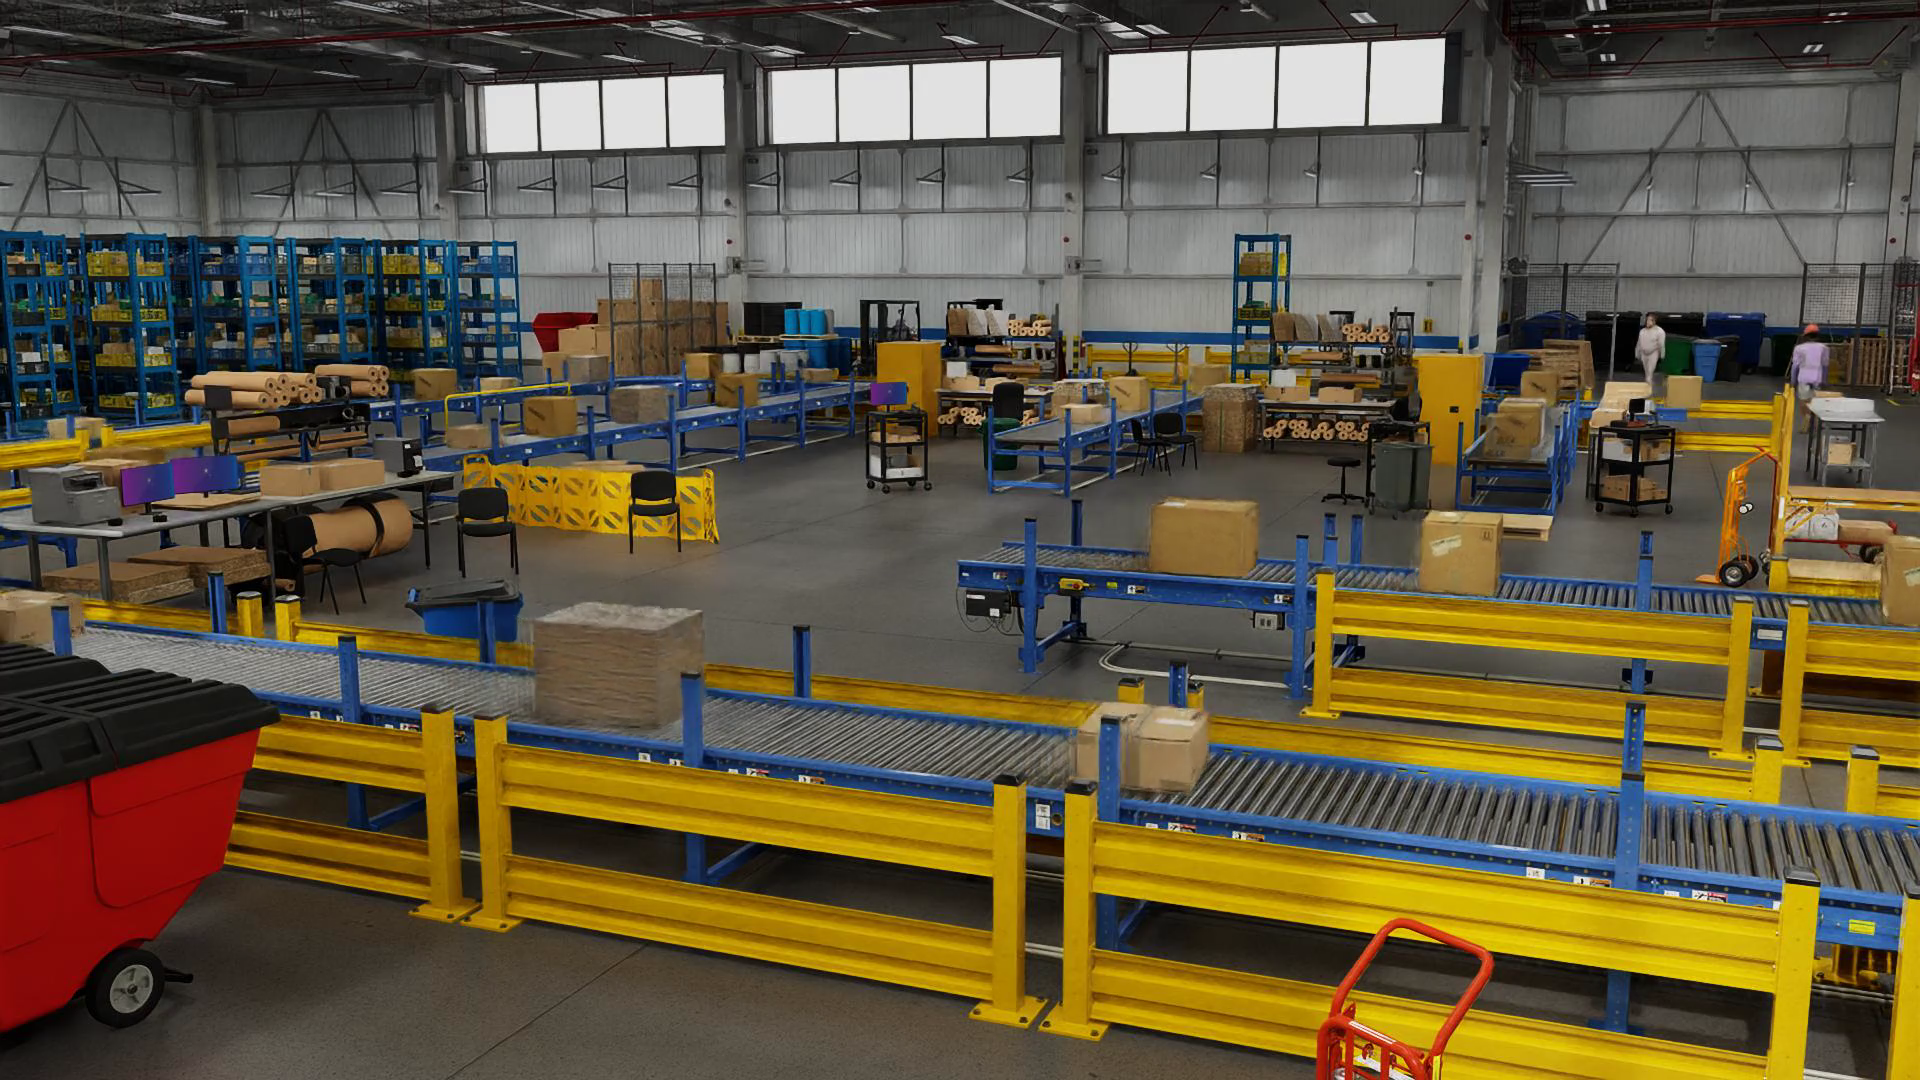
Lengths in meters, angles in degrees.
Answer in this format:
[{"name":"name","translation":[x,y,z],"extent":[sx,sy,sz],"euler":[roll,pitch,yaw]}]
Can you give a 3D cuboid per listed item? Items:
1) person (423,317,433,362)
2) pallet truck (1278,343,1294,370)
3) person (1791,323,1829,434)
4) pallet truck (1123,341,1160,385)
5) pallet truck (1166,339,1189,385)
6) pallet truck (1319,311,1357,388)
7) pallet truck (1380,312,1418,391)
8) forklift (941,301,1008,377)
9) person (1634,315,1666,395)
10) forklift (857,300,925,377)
[{"name":"person","translation":[-15.273,-5.759,47.905],"extent":[0.462,1.811,0.620],"euler":[-5,11,-30]},{"name":"pallet truck","translation":[7.886,-4.163,39.743],"extent":[0.653,1.274,1.630],"euler":[4,10,22]},{"name":"person","translation":[15.207,-2.865,29.732],"extent":[0.608,2.022,0.778],"euler":[1,9,7]},{"name":"pallet truck","translation":[4.445,-4.380,41.279],"extent":[0.680,1.201,1.601],"euler":[4,10,22]},{"name":"pallet truck","translation":[5.418,-4.269,40.420],"extent":[0.704,1.261,1.522],"euler":[3,10,20]},{"name":"pallet truck","translation":[9.071,-4.419,39.190],"extent":[0.823,1.965,1.885],"euler":[5,10,26]},{"name":"pallet truck","translation":[10.207,-4.283,38.369],"extent":[0.823,1.965,1.885],"euler":[3,10,20]},{"name":"forklift","translation":[0.365,-4.966,41.571],"extent":[1.157,1.987,2.680],"euler":[3,10,20]},{"name":"person","translation":[16.086,-4.307,38.909],"extent":[0.966,1.870,0.666],"euler":[-6,11,-33]},{"name":"forklift","translation":[-1.732,-5.109,42.468],"extent":[1.157,1.987,2.680],"euler":[4,10,22]}]
